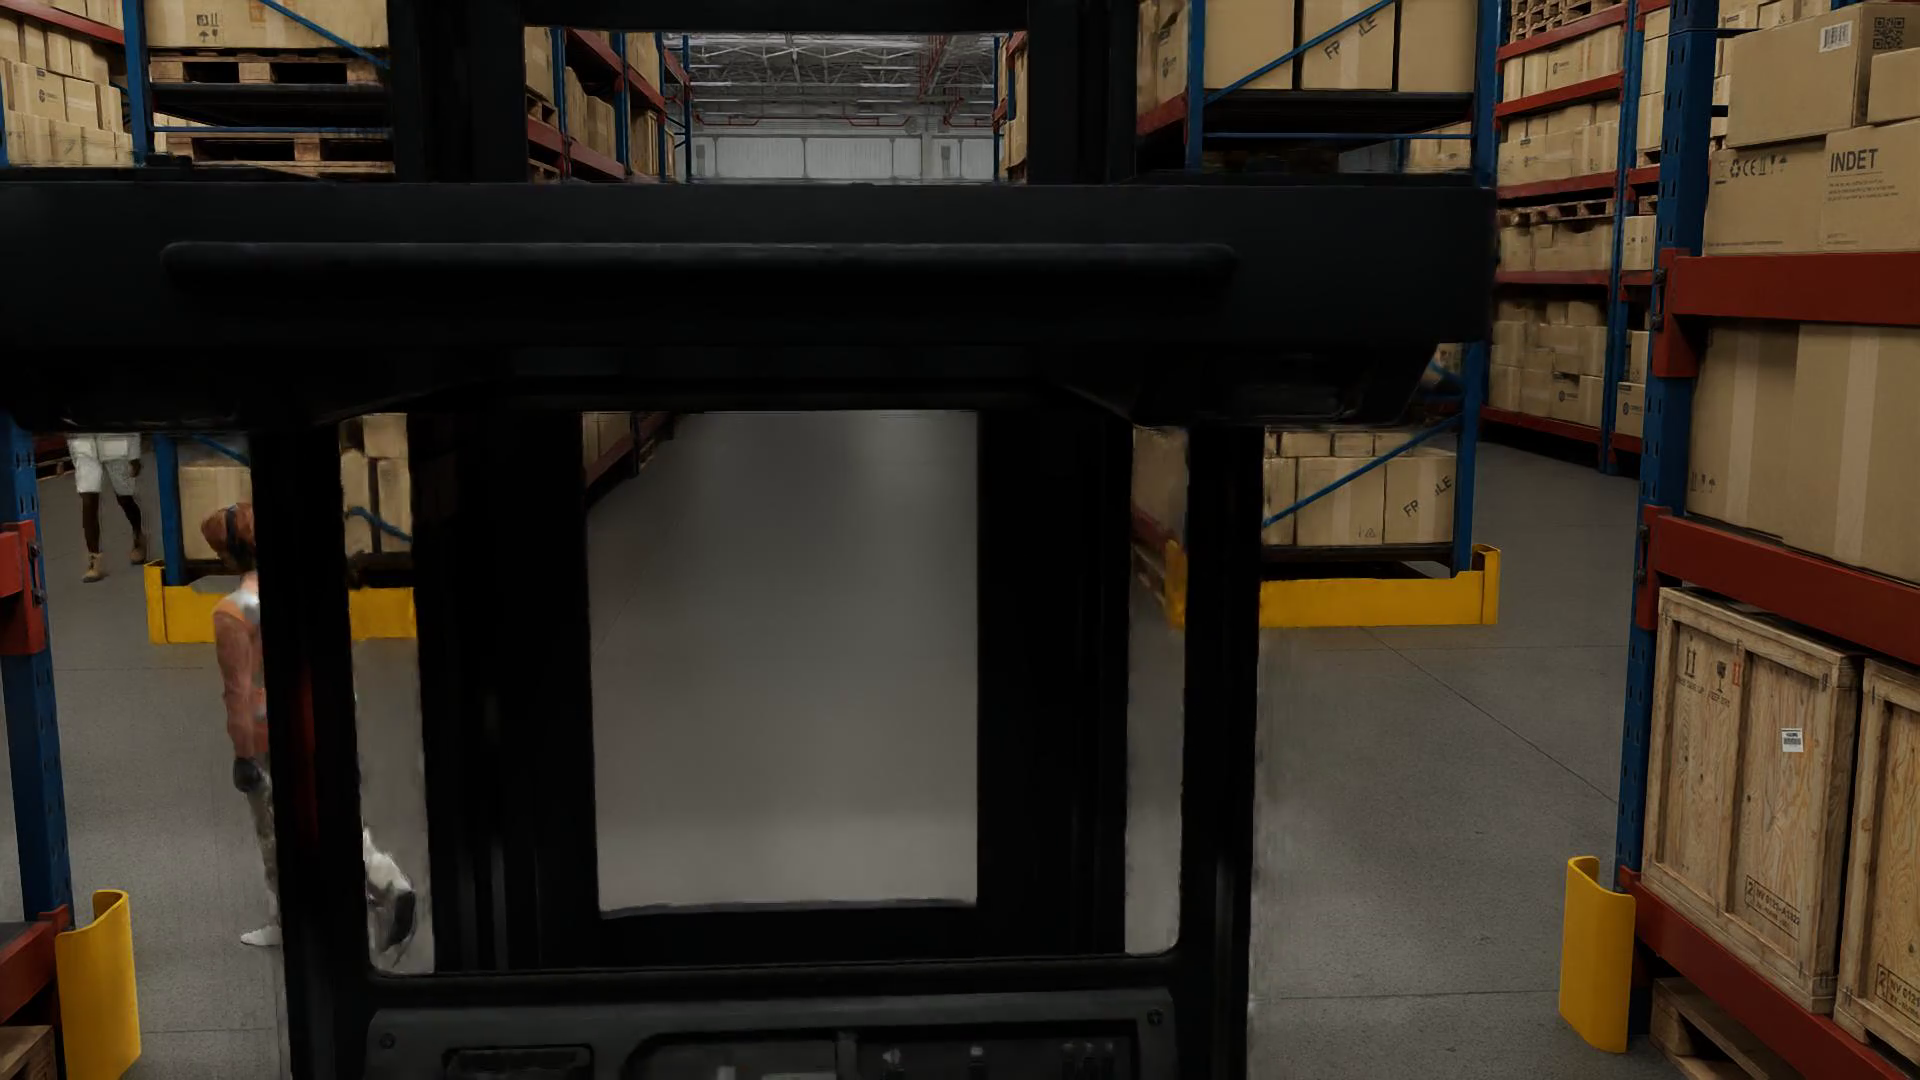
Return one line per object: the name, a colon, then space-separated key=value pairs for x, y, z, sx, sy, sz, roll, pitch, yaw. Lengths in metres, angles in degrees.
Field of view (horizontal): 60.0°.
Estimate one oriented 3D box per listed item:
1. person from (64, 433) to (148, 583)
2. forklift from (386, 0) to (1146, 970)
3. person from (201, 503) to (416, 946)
person: x=-6.728 y=-0.716 z=13.100 sx=0.606 sy=2.010 sz=0.984 roll=-2 pitch=9 yaw=-12
forklift: x=-0.232 y=0.567 z=2.267 sx=1.129 sy=2.768 sz=1.873 roll=-1 pitch=9 yaw=-4
person: x=-2.226 y=0.661 z=5.669 sx=0.622 sy=1.610 sz=0.552 roll=2 pitch=9 yaw=15
